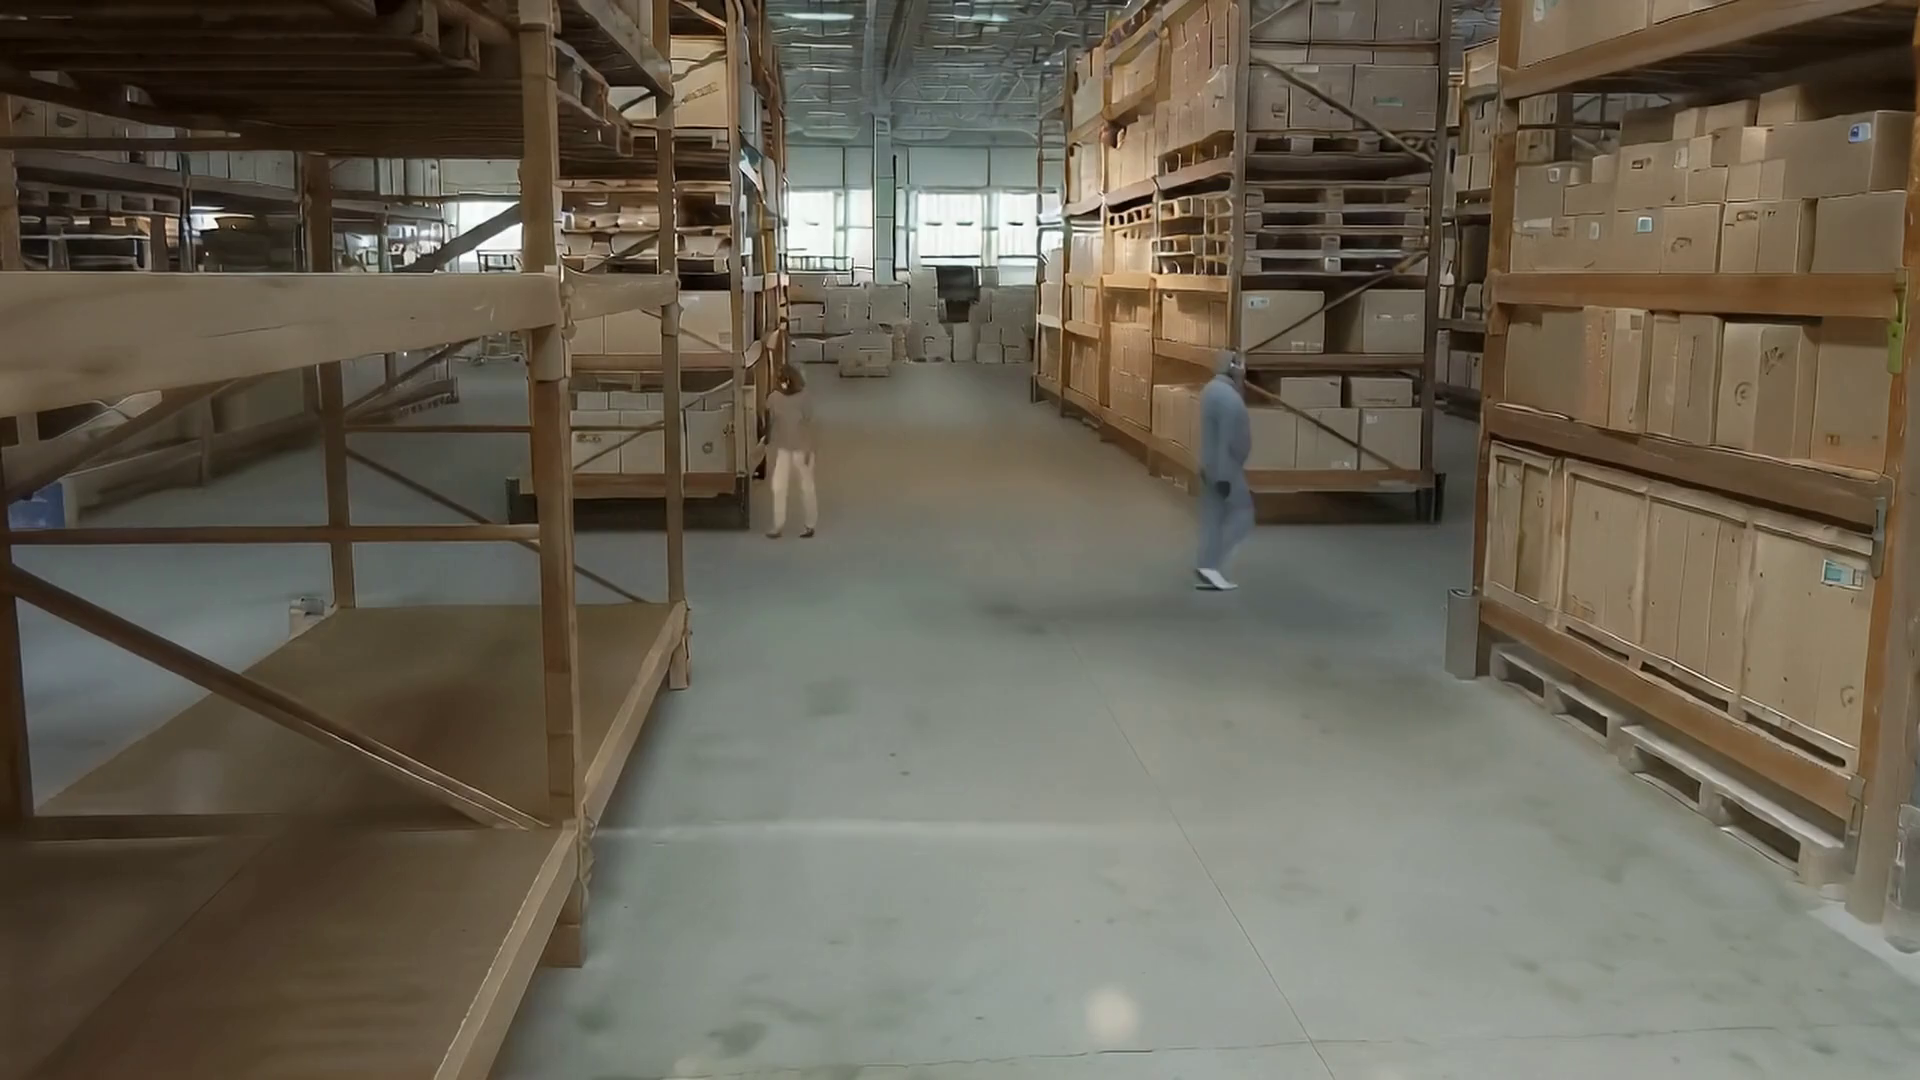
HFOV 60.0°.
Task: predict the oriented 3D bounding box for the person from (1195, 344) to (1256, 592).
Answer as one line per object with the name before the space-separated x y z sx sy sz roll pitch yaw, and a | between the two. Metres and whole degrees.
person | 2.018 -0.535 12.604 0.433 1.891 0.655 -1 9 -5

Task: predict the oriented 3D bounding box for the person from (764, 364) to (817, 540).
person | -1.531 -0.782 15.024 0.522 1.603 0.672 5 10 29

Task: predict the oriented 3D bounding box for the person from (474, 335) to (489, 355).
person | -14.396 -6.476 50.035 0.506 1.847 0.345 2 9 12

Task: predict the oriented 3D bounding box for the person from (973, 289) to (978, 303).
person | 0.607 -7.447 55.863 0.376 1.933 0.555 -4 10 -24

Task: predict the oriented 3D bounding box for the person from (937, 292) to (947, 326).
person | -0.739 -7.594 57.119 1.004 1.826 0.572 -5 11 -30
